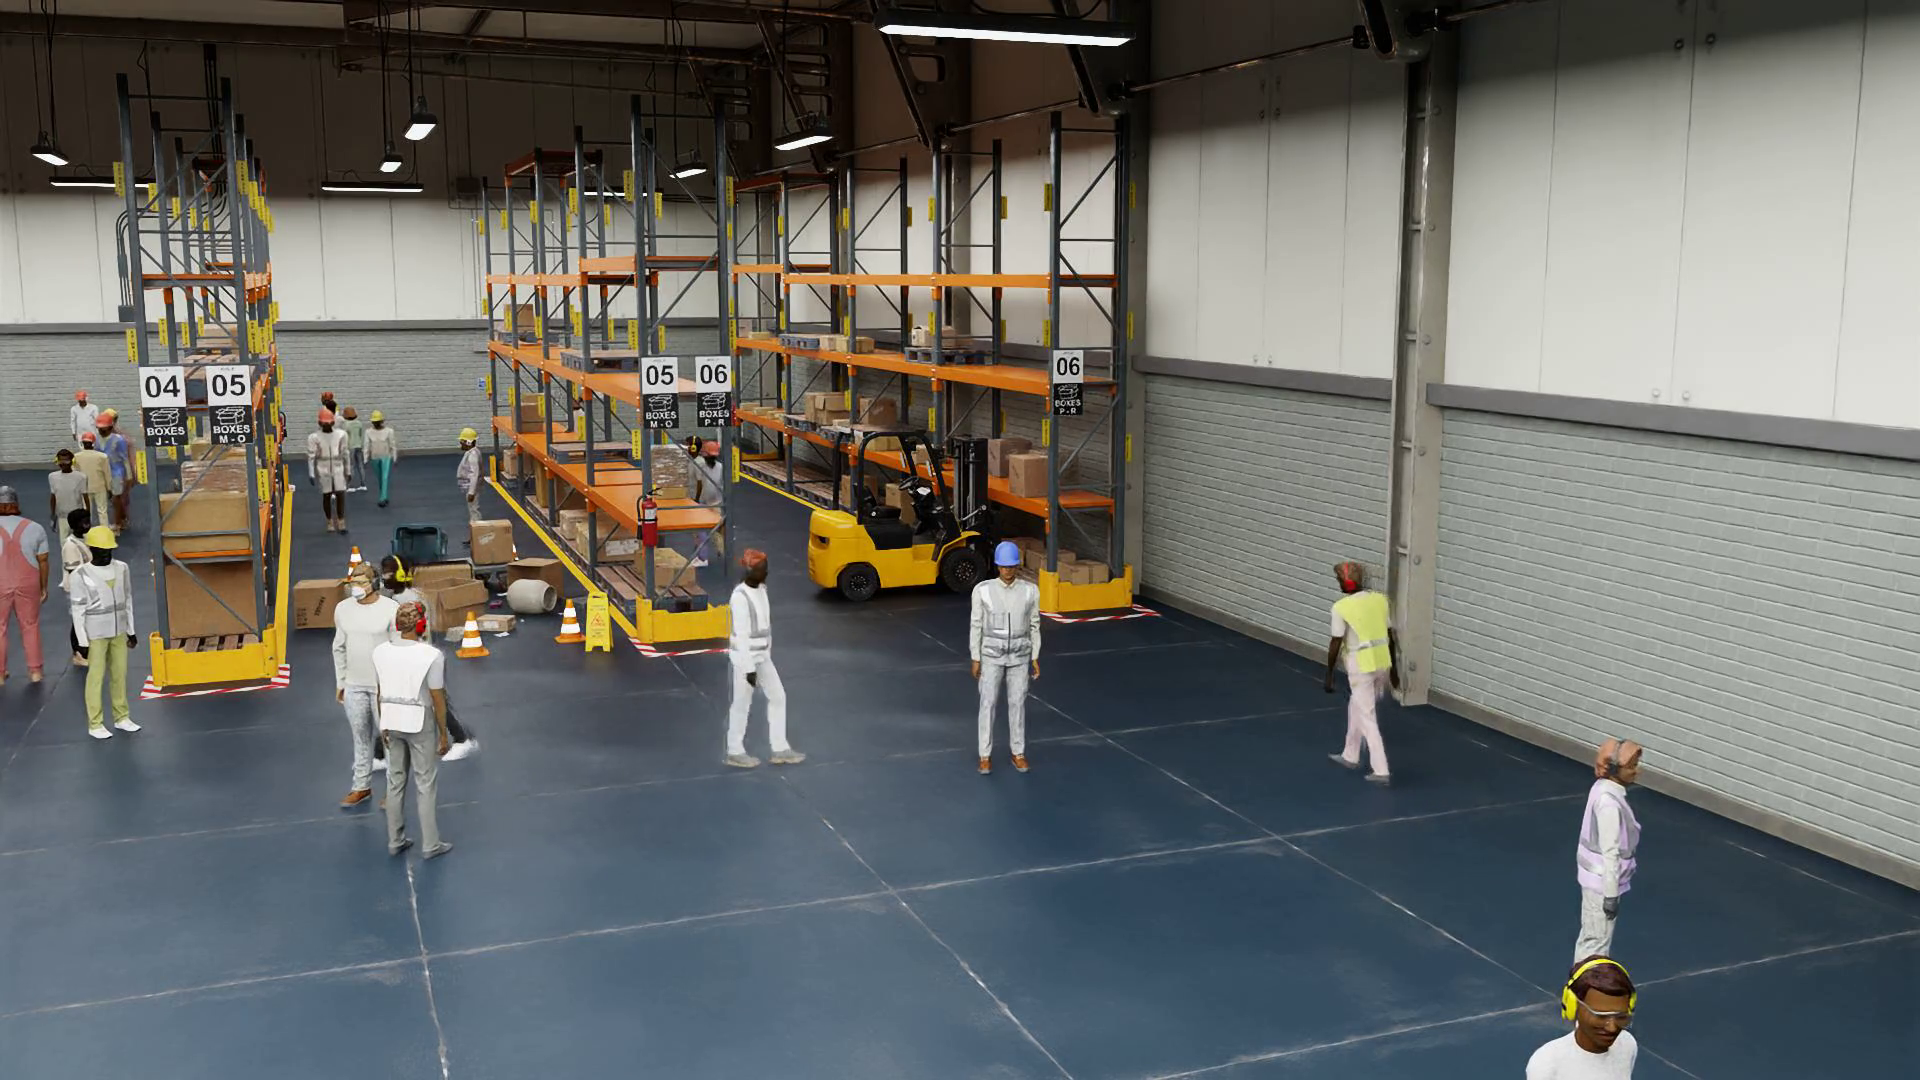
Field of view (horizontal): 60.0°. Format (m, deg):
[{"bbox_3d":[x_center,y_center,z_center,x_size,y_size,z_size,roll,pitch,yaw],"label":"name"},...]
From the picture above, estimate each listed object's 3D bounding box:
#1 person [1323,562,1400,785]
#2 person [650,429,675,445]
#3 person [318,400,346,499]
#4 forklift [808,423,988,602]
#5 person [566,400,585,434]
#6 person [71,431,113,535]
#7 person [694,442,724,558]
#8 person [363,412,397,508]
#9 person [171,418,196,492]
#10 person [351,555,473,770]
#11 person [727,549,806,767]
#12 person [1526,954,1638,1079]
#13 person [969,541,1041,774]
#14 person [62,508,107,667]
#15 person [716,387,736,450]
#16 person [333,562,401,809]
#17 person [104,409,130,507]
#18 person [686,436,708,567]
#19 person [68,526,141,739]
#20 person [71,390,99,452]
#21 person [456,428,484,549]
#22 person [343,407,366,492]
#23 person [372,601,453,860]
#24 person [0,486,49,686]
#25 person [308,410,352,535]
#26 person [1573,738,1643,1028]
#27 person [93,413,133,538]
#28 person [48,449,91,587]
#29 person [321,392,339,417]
[{"bbox_3d":[3.268,1.077,13.631,0.587,1.796,0.869,-6,11,-34],"label":"person"},{"bbox_3d":[-4.947,-1.106,27.588,0.566,1.724,0.684,-4,10,-25],"label":"person"},{"bbox_3d":[-11.710,-1.691,31.002,0.548,1.806,0.988,-2,9,-15],"label":"person"},{"bbox_3d":[-0.830,-0.399,21.676,2.313,2.155,1.214,-4,10,-21],"label":"forklift"},{"bbox_3d":[-7.886,-2.099,34.134,0.264,1.632,0.507,6,11,35],"label":"person"},{"bbox_3d":[-13.323,-0.783,25.541,0.575,1.760,0.422,-2,9,-14],"label":"person"},{"bbox_3d":[-3.720,-0.615,24.593,0.562,1.707,0.903,-5,10,-27],"label":"person"},{"bbox_3d":[-10.394,-1.450,29.793,0.551,1.712,0.936,0,9,-2],"label":"person"},{"bbox_3d":[-14.766,-1.739,31.745,0.541,1.670,0.732,5,10,30],"label":"person"},{"bbox_3d":[-4.608,1.015,13.982,0.997,1.823,0.503,-8,12,-43],"label":"person"},{"bbox_3d":[-1.626,1.003,13.901,0.788,1.854,0.600,3,9,17],"label":"person"},{"bbox_3d":[2.123,2.305,5.693,0.528,1.864,0.315,-5,11,-31],"label":"person"},{"bbox_3d":[0.378,0.971,13.824,0.604,1.949,0.389,-1,9,-9],"label":"person"},{"bbox_3d":[-9.302,0.501,17.607,0.319,1.689,0.539,-1,9,-8],"label":"person"},{"bbox_3d":[-5.577,-3.032,39.514,0.755,1.810,0.434,-7,11,-37],"label":"person"},{"bbox_3d":[-4.559,1.123,12.896,0.627,1.940,0.371,2,9,11],"label":"person"},{"bbox_3d":[-15.130,-1.472,29.778,0.327,1.765,0.528,-1,9,-8],"label":"person"},{"bbox_3d":[-3.748,-0.548,23.628,0.327,1.874,0.517,-1,9,-6],"label":"person"},{"bbox_3d":[-7.647,0.818,14.901,0.391,1.919,0.581,4,10,23],"label":"person"},{"bbox_3d":[-18.385,-2.283,34.968,0.574,1.737,0.354,-1,9,-8],"label":"person"},{"bbox_3d":[-7.418,-0.781,25.219,0.403,1.833,0.590,-3,9,-18],"label":"person"},{"bbox_3d":[-11.639,-1.736,31.888,0.293,1.624,0.501,5,10,27],"label":"person"},{"bbox_3d":[-3.893,1.352,11.796,0.561,1.836,0.393,3,9,18],"label":"person"},{"bbox_3d":[-9.610,0.446,16.841,0.685,2.000,0.535,-7,12,-39],"label":"person"},{"bbox_3d":[-10.028,-1.069,26.499,0.648,1.994,0.991,-4,10,-24],"label":"person"},{"bbox_3d":[3.522,1.881,9.073,0.312,1.636,0.518,3,9,17],"label":"person"},{"bbox_3d":[-13.445,-1.046,26.433,0.679,2.001,0.786,2,9,14],"label":"person"},{"bbox_3d":[-11.800,-0.290,22.055,0.505,1.862,0.329,-1,9,-7],"label":"person"},{"bbox_3d":[-12.261,-1.953,32.430,0.337,1.882,0.585,-1,9,-8],"label":"person"}]
